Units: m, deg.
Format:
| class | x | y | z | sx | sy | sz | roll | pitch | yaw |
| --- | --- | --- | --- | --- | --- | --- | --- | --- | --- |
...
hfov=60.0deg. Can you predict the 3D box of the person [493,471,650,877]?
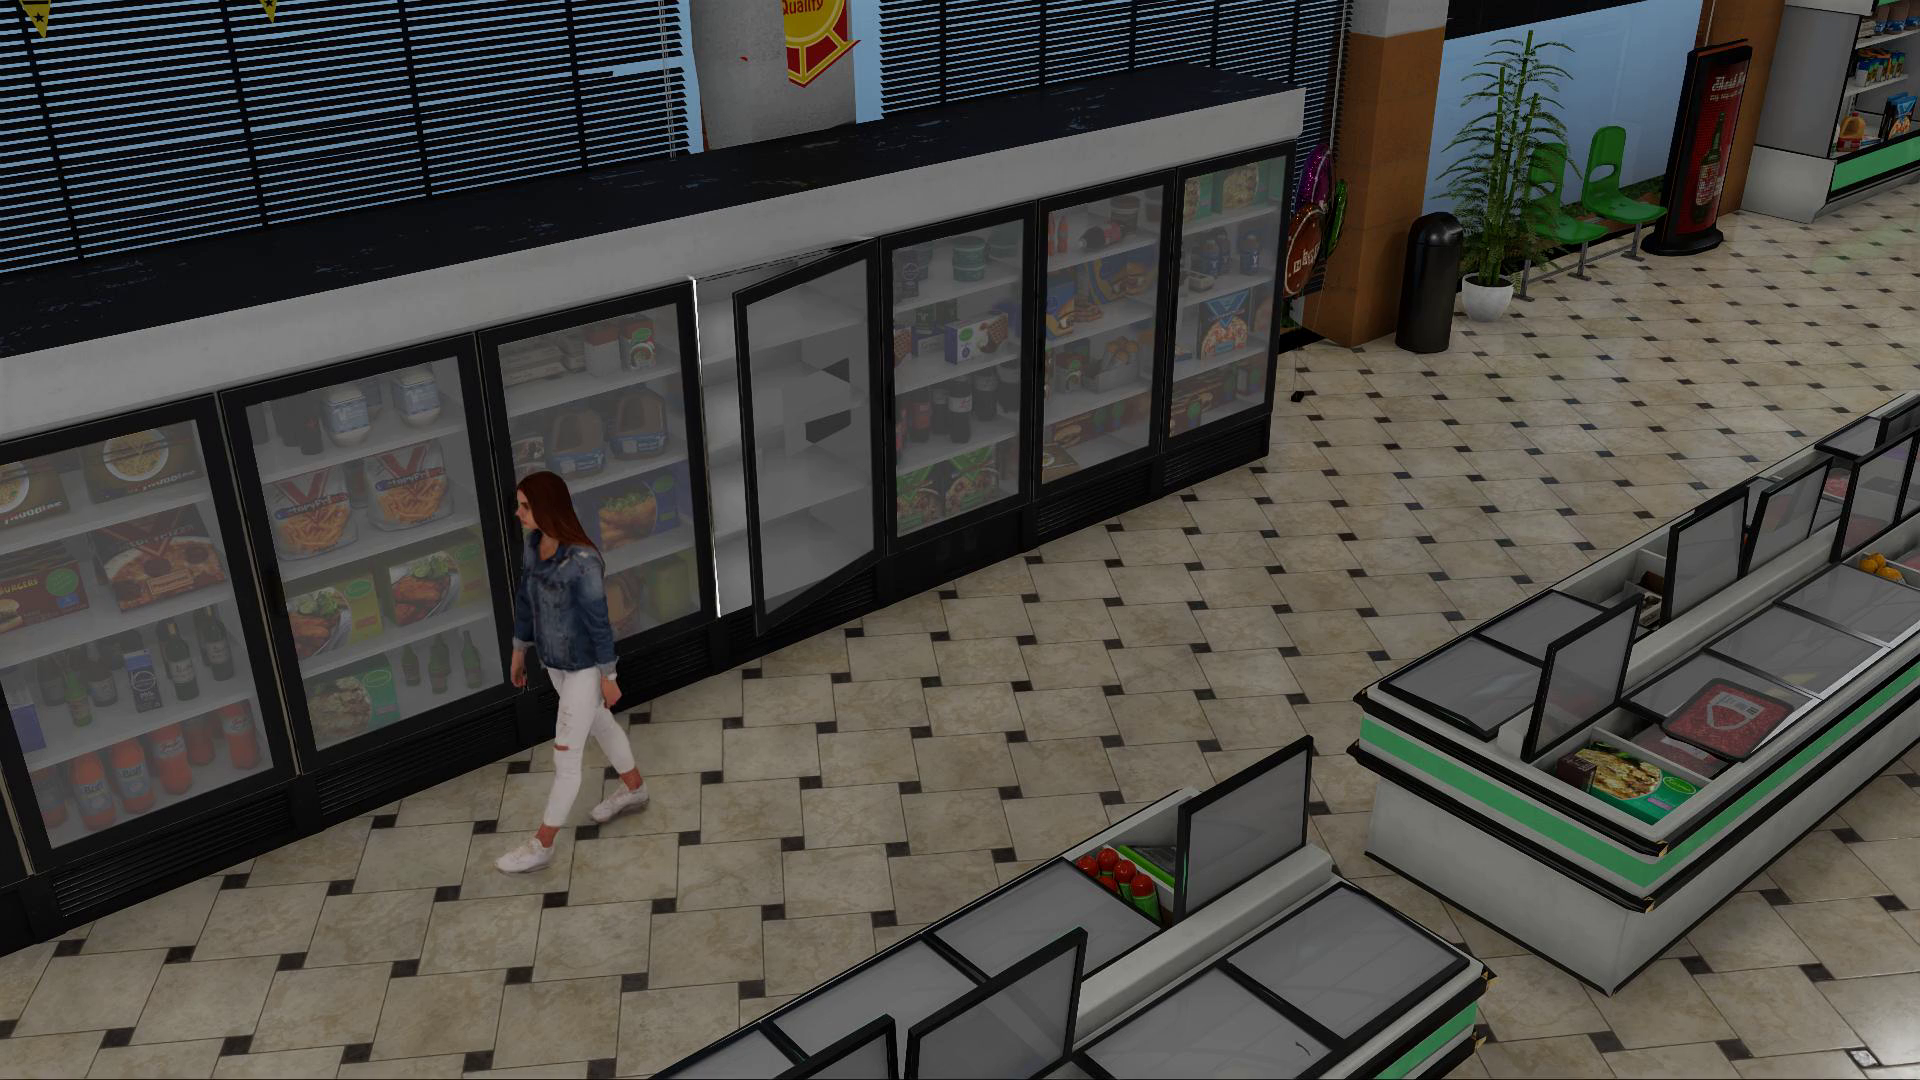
| class | x | y | z | sx | sy | sz | roll | pitch | yaw |
| --- | --- | --- | --- | --- | --- | --- | --- | --- | --- |
| person | -1.463 | 0.476 | 6.684 | 1.021 | 1.669 | 0.657 | -23 | 35 | -38 |
